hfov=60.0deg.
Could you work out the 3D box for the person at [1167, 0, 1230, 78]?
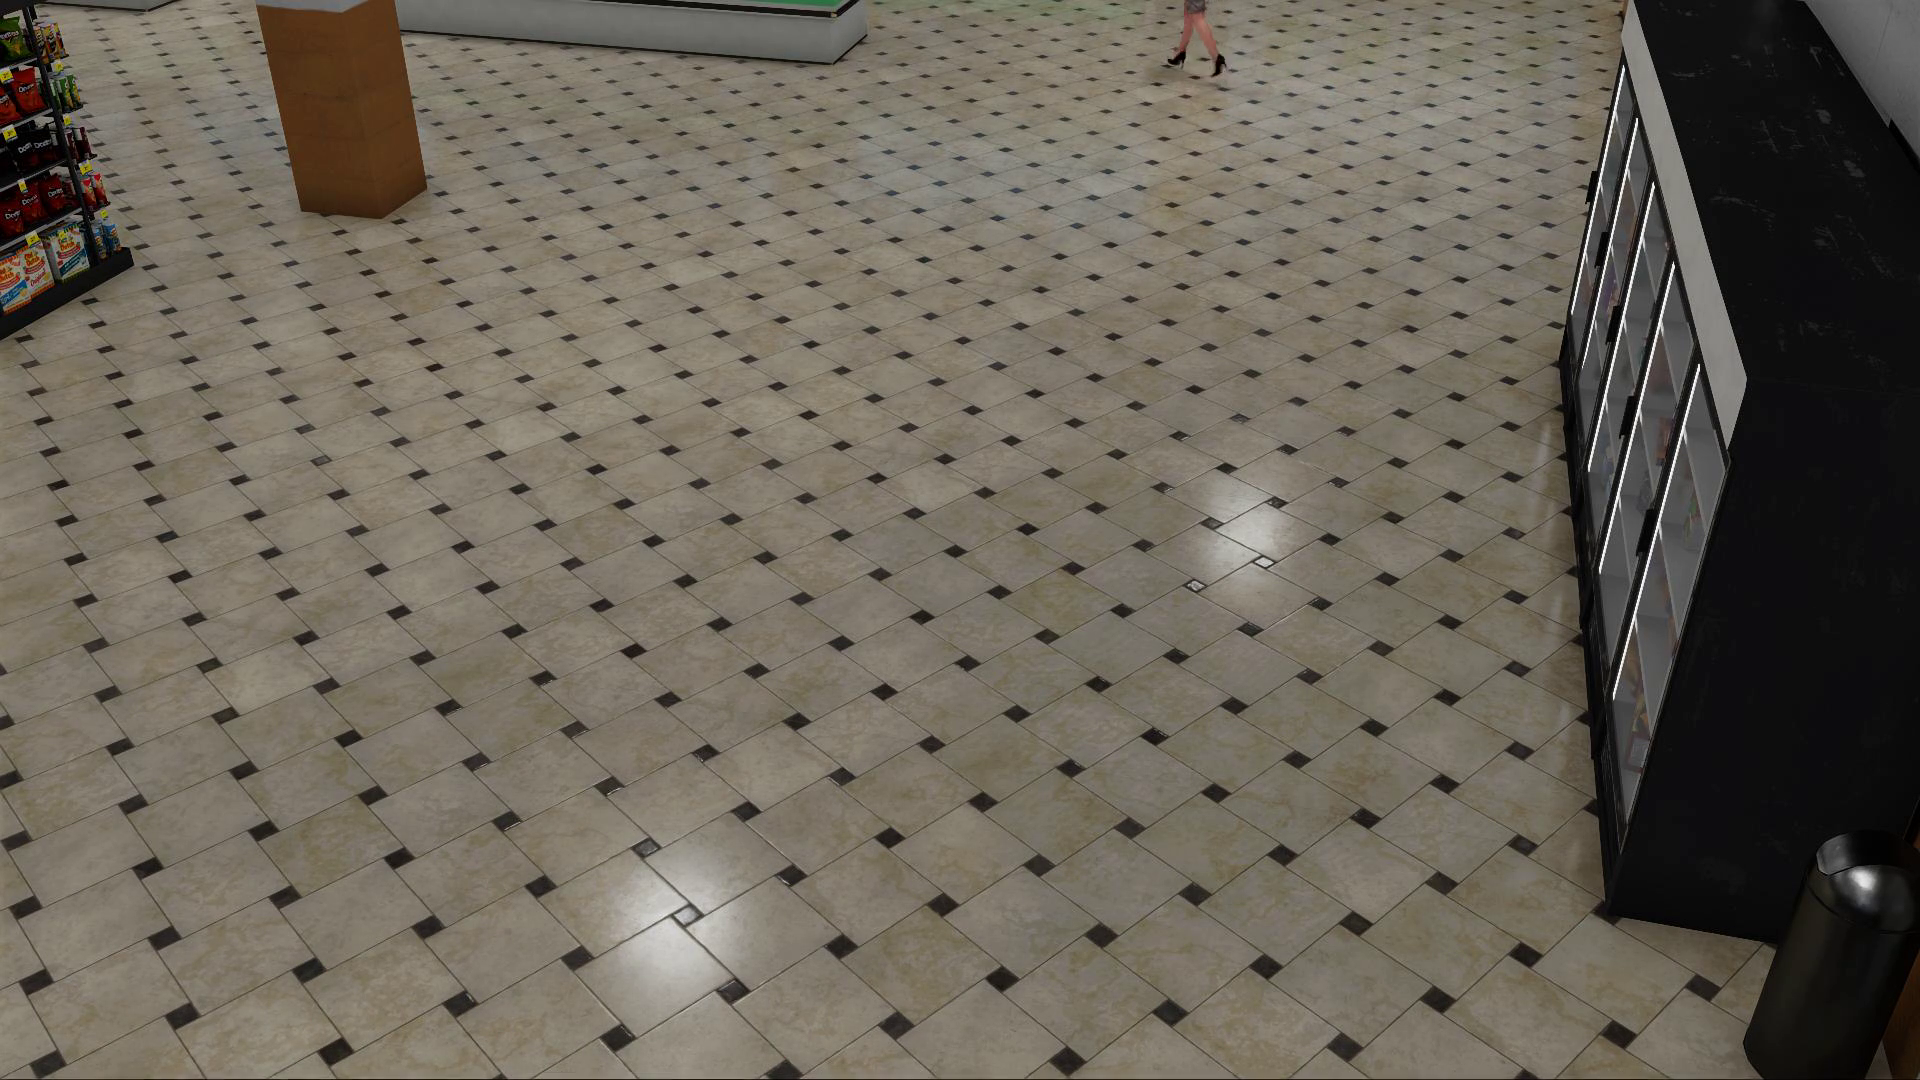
[{"bbox_3d":[2.257,-5.119,15.365,1.021,1.713,1.145,-21,38,-30],"label":"person"}]
